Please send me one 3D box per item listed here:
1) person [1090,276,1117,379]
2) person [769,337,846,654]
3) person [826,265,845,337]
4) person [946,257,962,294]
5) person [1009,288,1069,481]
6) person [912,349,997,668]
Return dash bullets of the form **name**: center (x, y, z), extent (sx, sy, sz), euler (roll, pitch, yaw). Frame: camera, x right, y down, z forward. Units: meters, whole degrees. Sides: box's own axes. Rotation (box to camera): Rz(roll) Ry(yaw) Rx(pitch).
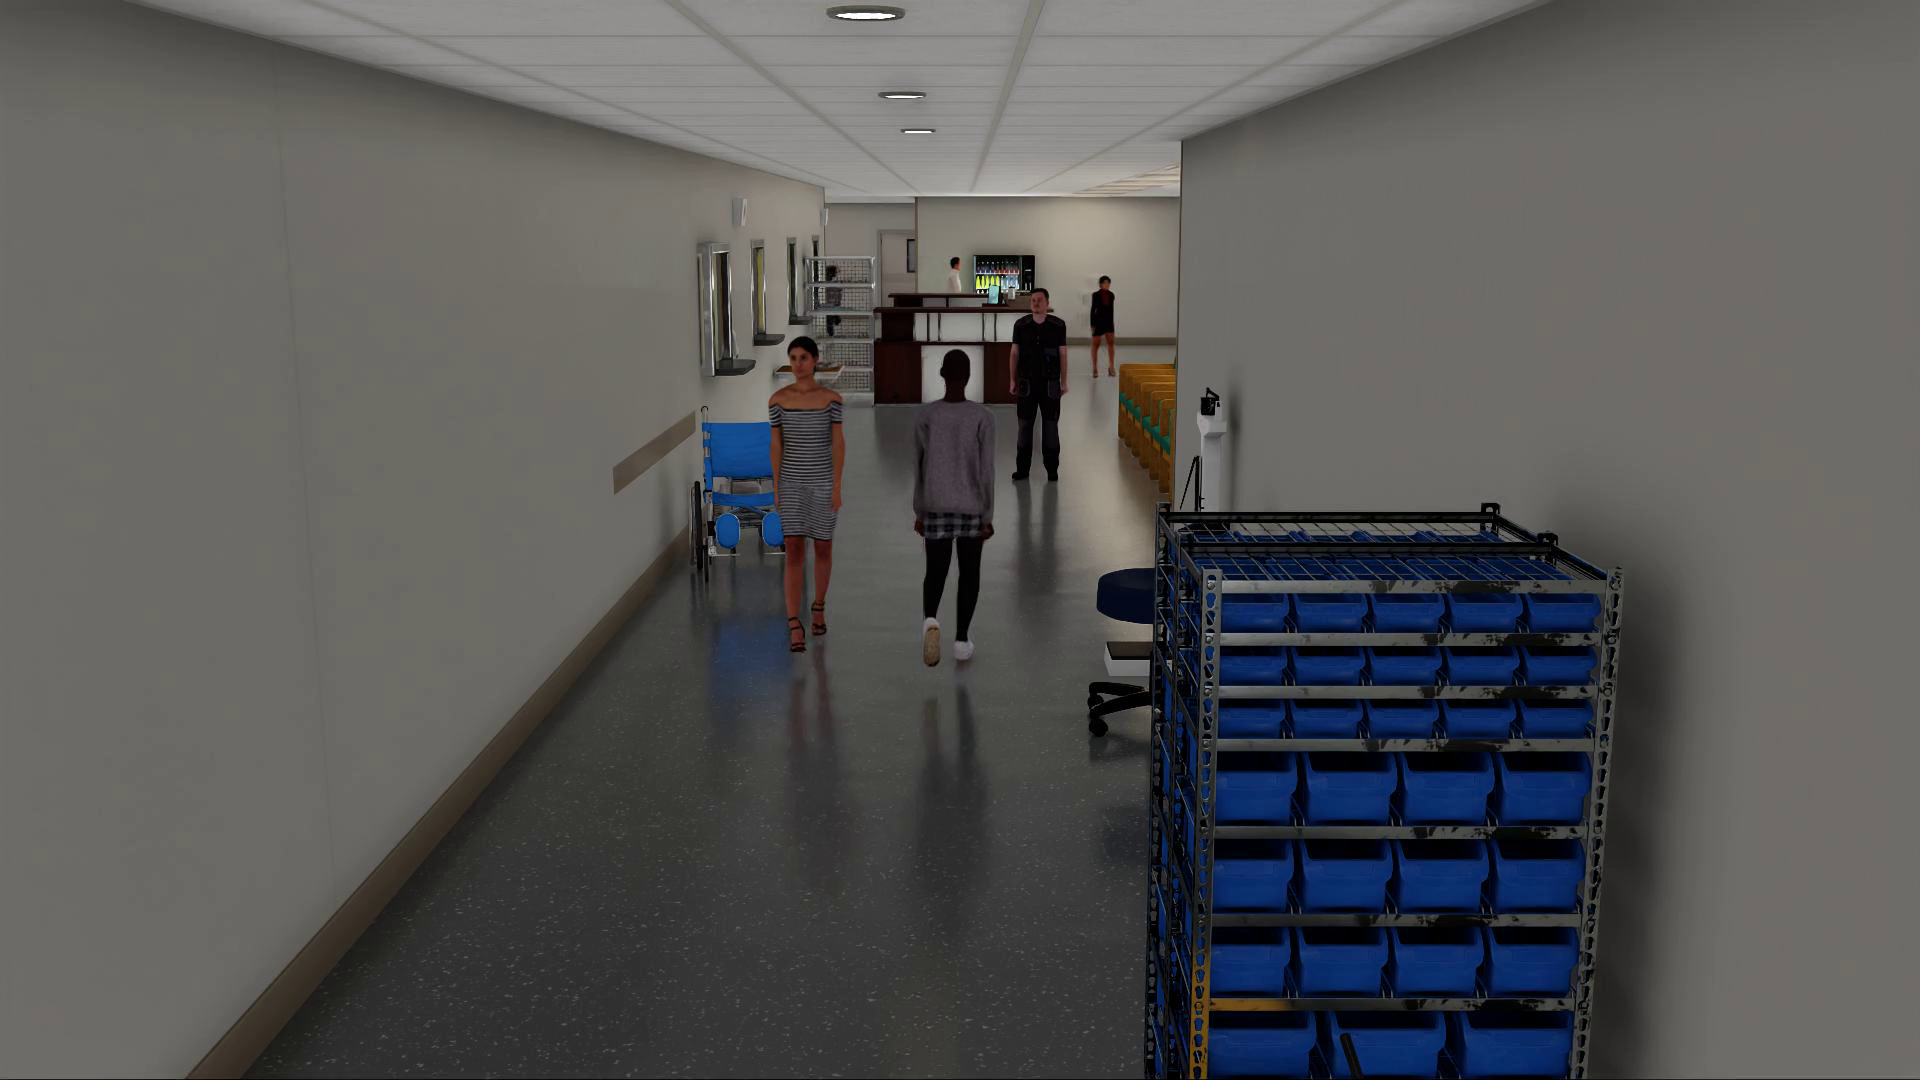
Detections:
- **person**: center (2.240, -3.399, 26.617), extent (0.770, 1.621, 0.741), euler (-2, 11, -11)
- **person**: center (-0.847, -0.257, 9.637), extent (0.979, 1.777, 0.651), euler (0, 11, -1)
- **person**: center (-2.720, -4.948, 34.859), extent (0.929, 1.590, 0.867), euler (10, 15, 44)
- **person**: center (-0.236, -4.623, 32.687), extent (1.135, 1.762, 0.697), euler (-1, 11, -3)
- **person**: center (0.765, -1.514, 16.080), extent (0.588, 1.846, 0.825), euler (2, 11, 10)
- **person**: center (-0.046, -0.141, 9.099), extent (1.010, 1.751, 0.784), euler (2, 11, 9)
